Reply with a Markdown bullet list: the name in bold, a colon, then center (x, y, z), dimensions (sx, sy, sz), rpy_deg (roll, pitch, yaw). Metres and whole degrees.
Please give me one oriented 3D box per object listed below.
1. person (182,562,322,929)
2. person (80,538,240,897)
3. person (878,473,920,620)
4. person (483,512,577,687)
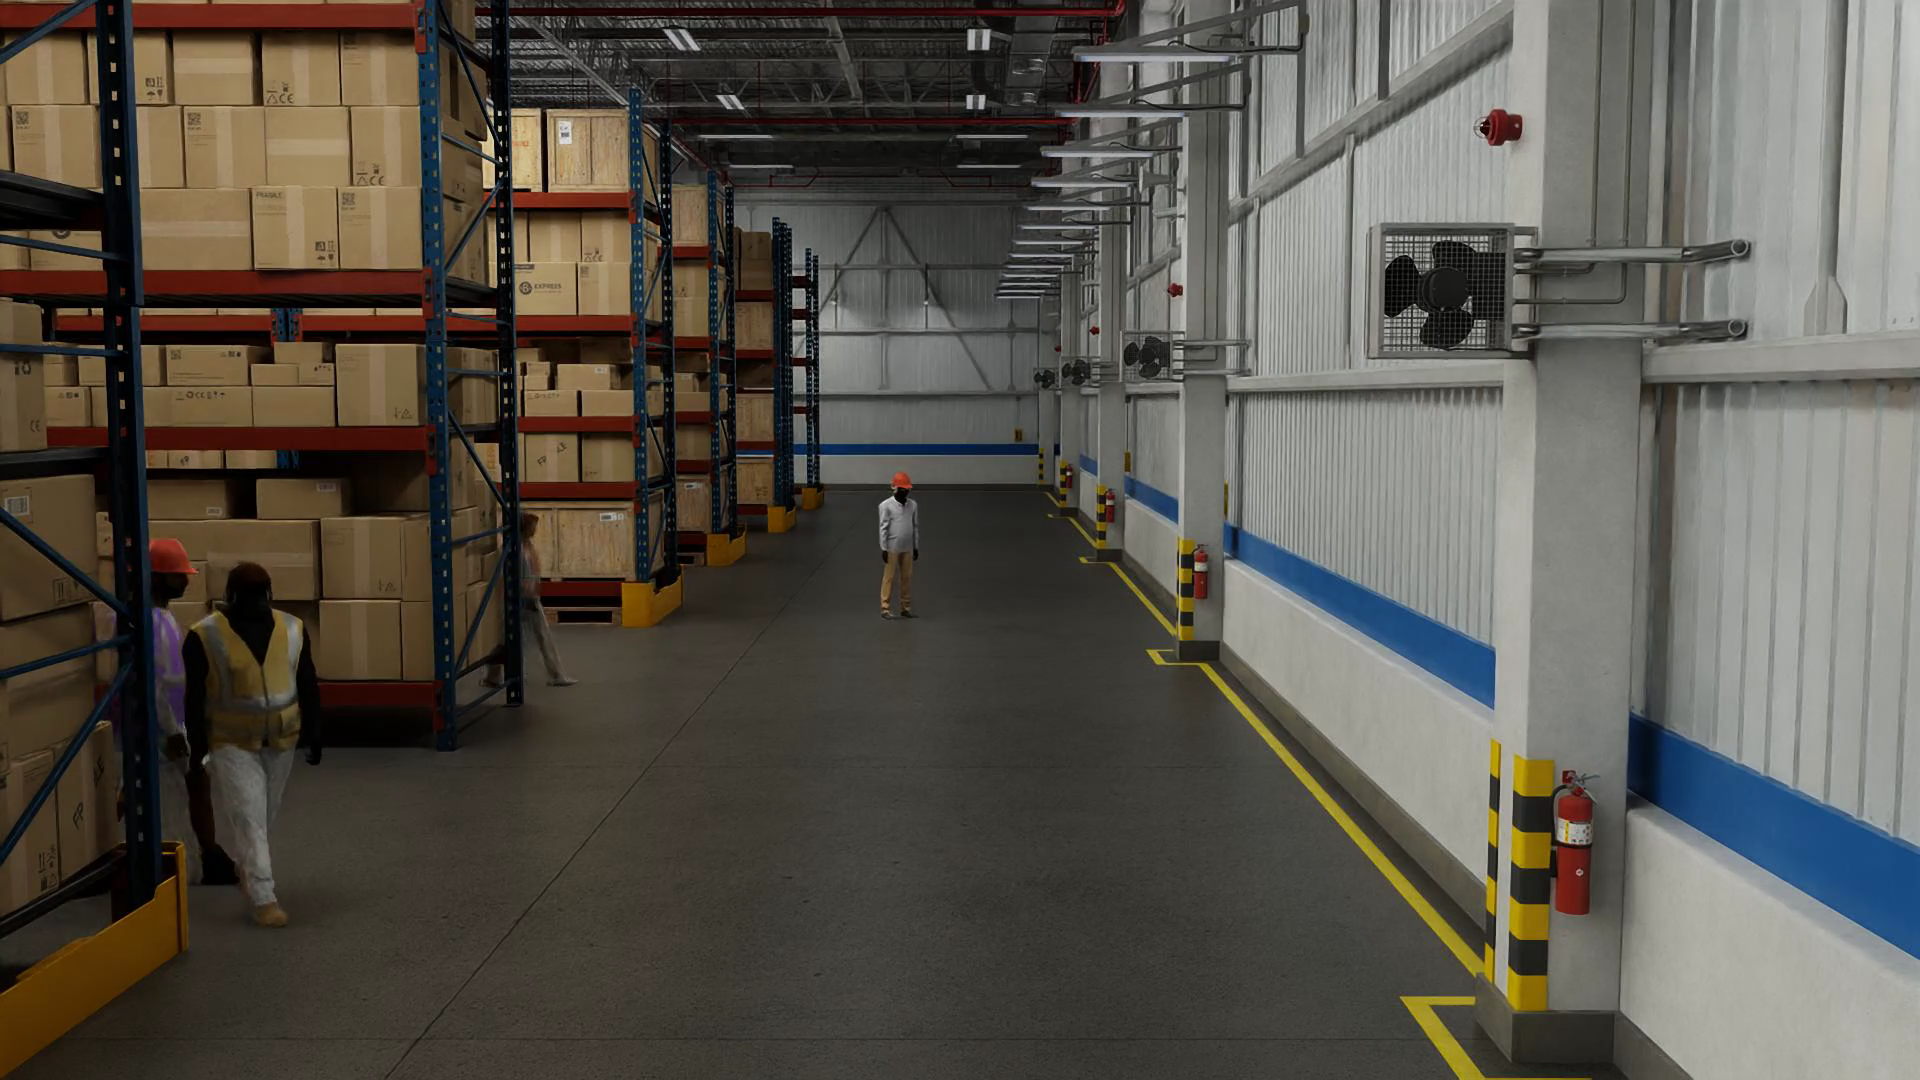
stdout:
- **person**: center (-3.621, 0.998, 8.520), dimensions (0.637, 1.805, 0.938), rpy_deg (-5, 7, -42)
- **person**: center (-4.294, 0.932, 8.772), dimensions (0.976, 1.893, 0.541), rpy_deg (-1, 5, -9)
- **person**: center (-0.699, 0.075, 19.607), dimensions (0.566, 1.742, 0.351), rpy_deg (-4, 6, -39)
- **person**: center (-3.927, 0.545, 14.982), dimensions (0.829, 1.597, 0.521), rpy_deg (1, 5, 11)
